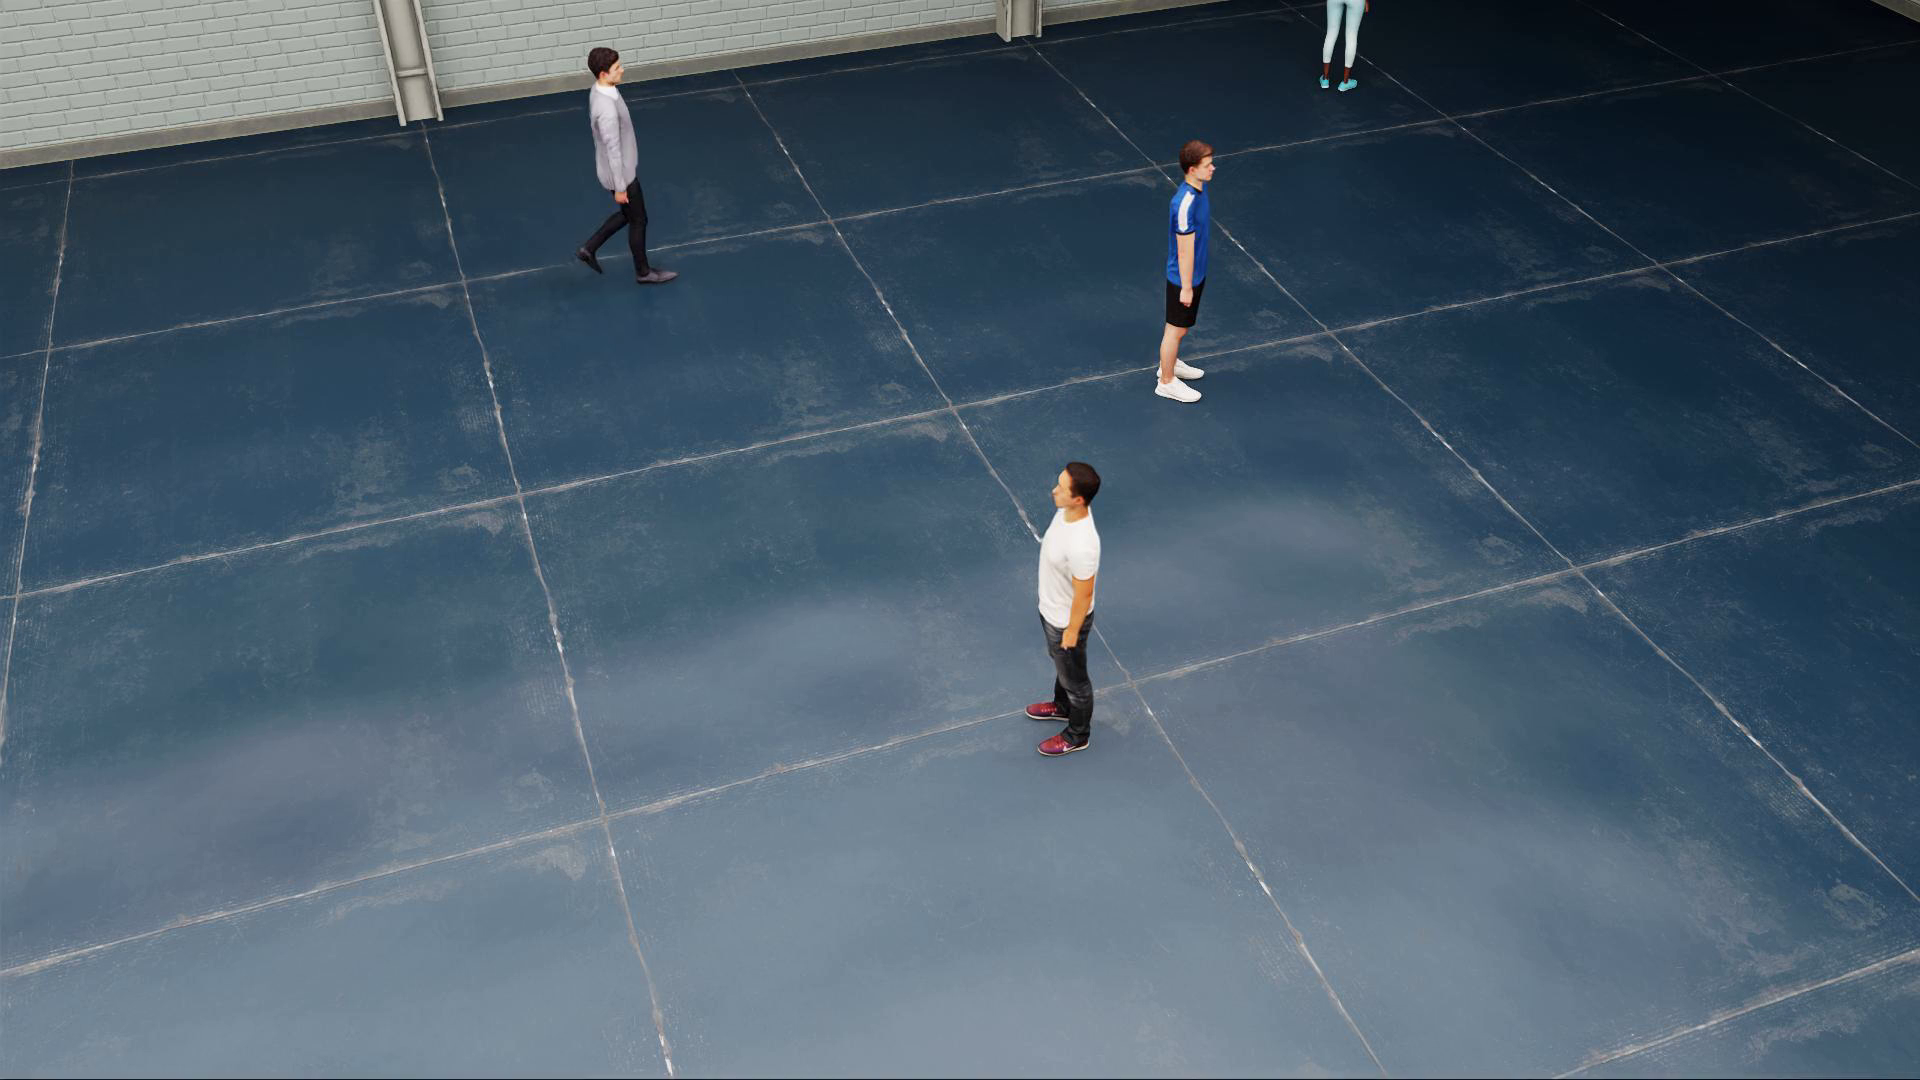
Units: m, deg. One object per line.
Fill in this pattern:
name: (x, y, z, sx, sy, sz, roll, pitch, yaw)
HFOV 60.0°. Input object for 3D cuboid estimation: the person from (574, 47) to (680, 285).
person: (-2.638, -2.755, 12.441, 1.002, 1.901, 0.766, -9, 39, -12)

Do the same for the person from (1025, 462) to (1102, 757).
person: (0.567, 0.345, 8.556, 0.598, 1.804, 0.676, -6, 38, -7)

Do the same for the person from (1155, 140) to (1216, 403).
person: (1.533, -1.844, 11.305, 0.762, 1.866, 0.751, 8, 39, 10)

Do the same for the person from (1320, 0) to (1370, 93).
person: (3.620, -5.081, 15.557, 0.647, 1.724, 0.713, 14, 40, 18)
